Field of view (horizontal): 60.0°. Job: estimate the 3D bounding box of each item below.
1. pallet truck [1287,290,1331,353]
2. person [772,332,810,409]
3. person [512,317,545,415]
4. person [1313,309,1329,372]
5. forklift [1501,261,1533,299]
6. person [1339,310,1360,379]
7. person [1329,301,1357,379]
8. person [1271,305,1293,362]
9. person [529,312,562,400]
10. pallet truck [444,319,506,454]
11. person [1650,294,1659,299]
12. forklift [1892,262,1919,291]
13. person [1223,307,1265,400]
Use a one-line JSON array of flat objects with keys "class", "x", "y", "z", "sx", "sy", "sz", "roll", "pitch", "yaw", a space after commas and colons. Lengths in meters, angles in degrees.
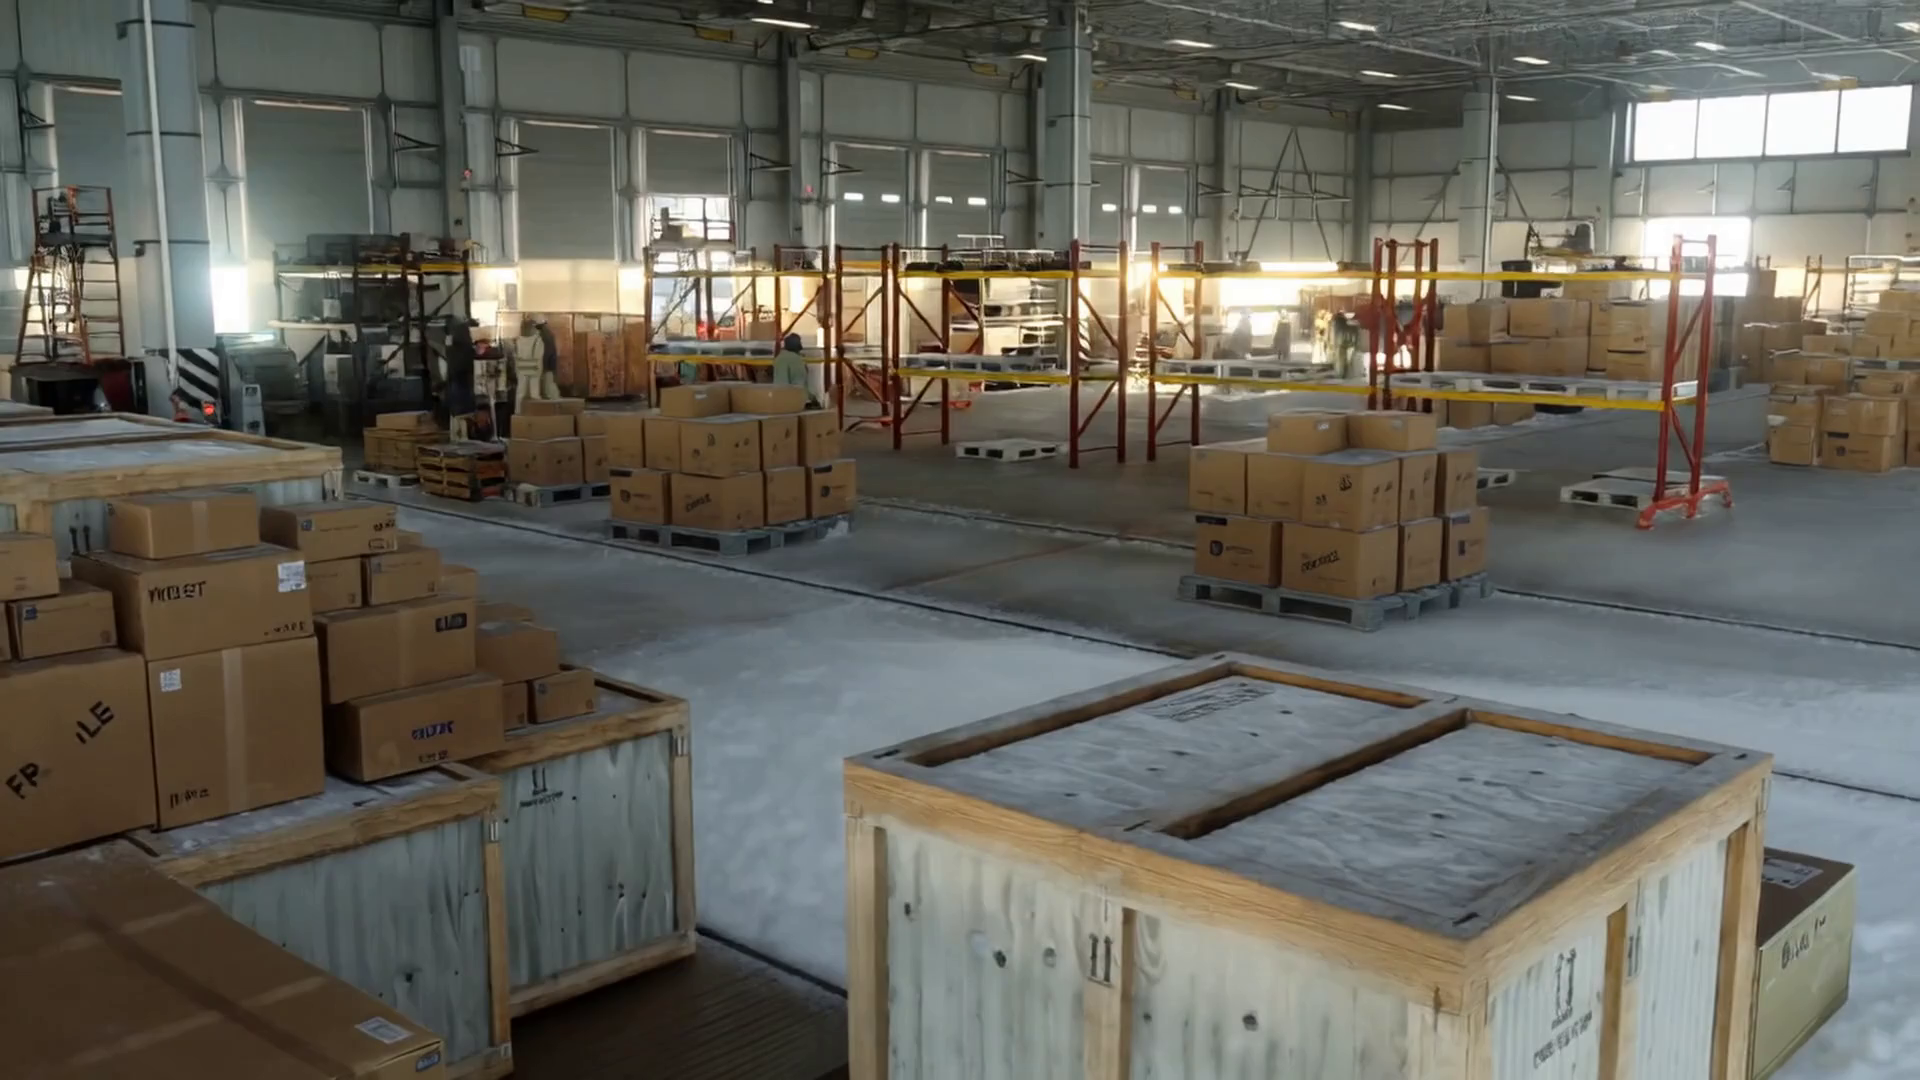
[{"class": "pallet truck", "x": 11.297, "y": -6.951, "z": 52.861, "sx": 1.885, "sy": 1.965, "sz": 0.823, "roll": -5, "pitch": 11, "yaw": -29}, {"class": "person", "x": -2.150, "y": -1.754, "z": 21.477, "sx": 0.429, "sy": 1.844, "sz": 0.625, "roll": -8, "pitch": 12, "yaw": -39}, {"class": "person", "x": -7.092, "y": -2.711, "z": 27.287, "sx": 0.588, "sy": 1.857, "sz": 0.555, "roll": 1, "pitch": 9, "yaw": 8}, {"class": "person", "x": 9.352, "y": -5.175, "z": 43.115, "sx": 0.310, "sy": 1.632, "sz": 0.521, "roll": -4, "pitch": 10, "yaw": -25}, {"class": "forklift", "x": 12.670, "y": -4.975, "z": 38.050, "sx": 1.873, "sy": 2.768, "sz": 1.129, "roll": 9, "pitch": 13, "yaw": 43}, {"class": "person", "x": 8.776, "y": -4.314, "z": 37.529, "sx": 0.485, "sy": 1.731, "sz": 0.385, "roll": 5, "pitch": 11, "yaw": 28}, {"class": "person", "x": 8.841, "y": -4.553, "z": 38.452, "sx": 0.661, "sy": 1.897, "sz": 0.957, "roll": 3, "pitch": 10, "yaw": 16}, {"class": "person", "x": 7.568, "y": -4.619, "z": 39.162, "sx": 0.510, "sy": 1.808, "sz": 0.951, "roll": 1, "pitch": 9, "yaw": 3}, {"class": "person", "x": -7.023, "y": -2.845, "z": 27.868, "sx": 1.017, "sy": 1.934, "sz": 0.662, "roll": 0, "pitch": 9, "yaw": -1}, {"class": "pallet truck", "x": -6.981, "y": -1.942, "z": 22.150, "sx": 1.885, "sy": 1.965, "sz": 0.823, "roll": 1, "pitch": 9, "yaw": 9}, {"class": "person", "x": 20.961, "y": -6.457, "z": 50.121, "sx": 0.612, "sy": 1.898, "sz": 0.617, "roll": -4, "pitch": 10, "yaw": -24}, {"class": "forklift", "x": 23.277, "y": -5.417, "z": 40.755, "sx": 1.129, "sy": 2.768, "sz": 1.873, "roll": 3, "pitch": 10, "yaw": 19}, {"class": "person", "x": 5.793, "y": -3.786, "z": 33.792, "sx": 0.923, "sy": 1.885, "sz": 0.657, "roll": 0, "pitch": 9, "yaw": -2}]
